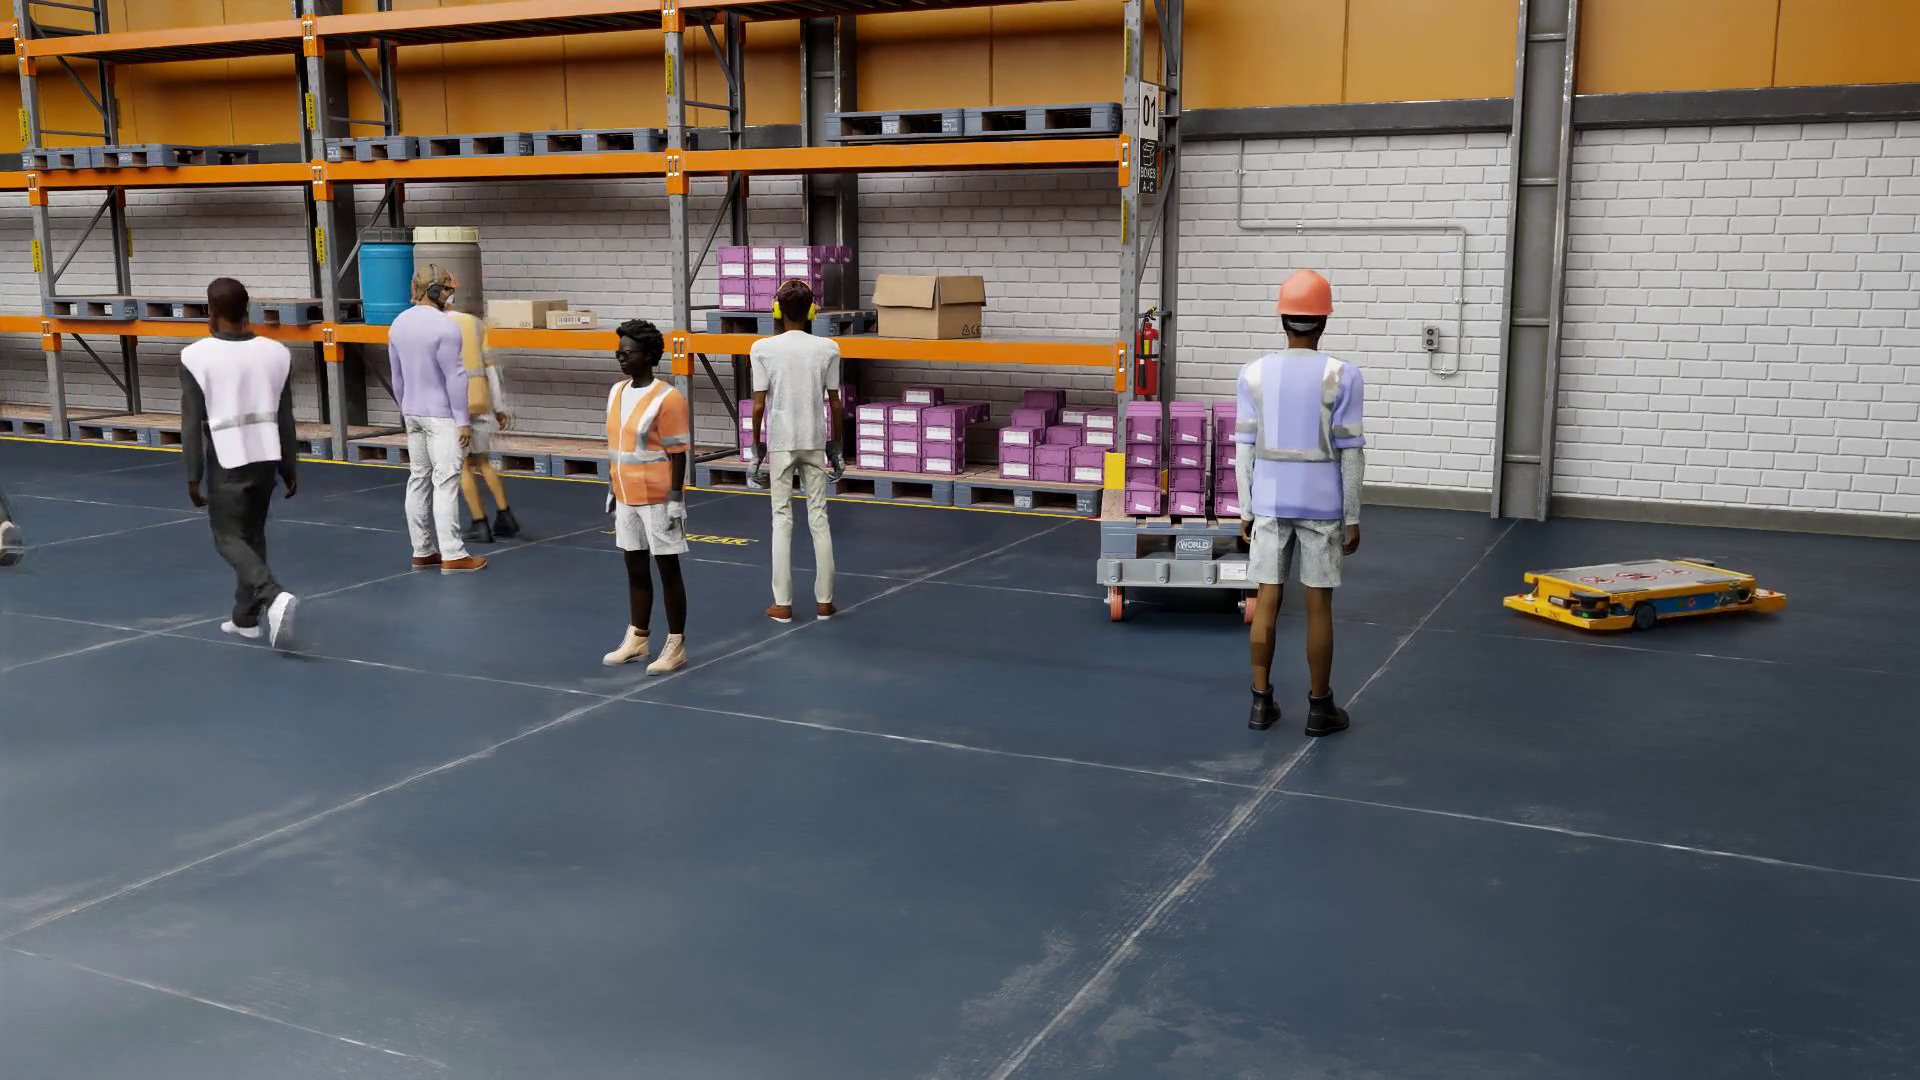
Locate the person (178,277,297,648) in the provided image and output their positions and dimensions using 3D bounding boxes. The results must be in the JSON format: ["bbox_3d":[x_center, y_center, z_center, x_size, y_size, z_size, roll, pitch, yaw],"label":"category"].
[{"bbox_3d":[-3.627,-0.387,8.471,0.801,1.893,0.597,7,12,36],"label":"person"}]

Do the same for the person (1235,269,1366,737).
[{"bbox_3d":[1.415,-0.147,6.935,0.545,1.942,0.351,5,11,27],"label":"person"}]

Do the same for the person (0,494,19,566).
[{"bbox_3d":[-6.303,-0.700,10.463,0.777,1.820,0.526,6,12,31],"label":"person"}]

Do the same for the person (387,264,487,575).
[{"bbox_3d":[-3.289,-0.751,10.417,0.627,1.935,0.371,7,12,34],"label":"person"}]

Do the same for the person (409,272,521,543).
[{"bbox_3d":[-3.465,-0.909,11.440,0.507,1.889,0.593,7,12,35],"label":"person"}]

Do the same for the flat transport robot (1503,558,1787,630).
[{"bbox_3d":[3.808,0.287,9.234,1.431,0.197,0.652,-4,11,-23],"label":"flat transport robot"}]

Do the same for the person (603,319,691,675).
[{"bbox_3d":[-1.503,-0.204,7.963,0.530,1.697,0.322,8,13,39],"label":"person"}]

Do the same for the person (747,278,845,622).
[{"bbox_3d":[-0.895,-0.483,9.071,0.538,1.869,0.312,-3,10,-15],"label":"person"}]
